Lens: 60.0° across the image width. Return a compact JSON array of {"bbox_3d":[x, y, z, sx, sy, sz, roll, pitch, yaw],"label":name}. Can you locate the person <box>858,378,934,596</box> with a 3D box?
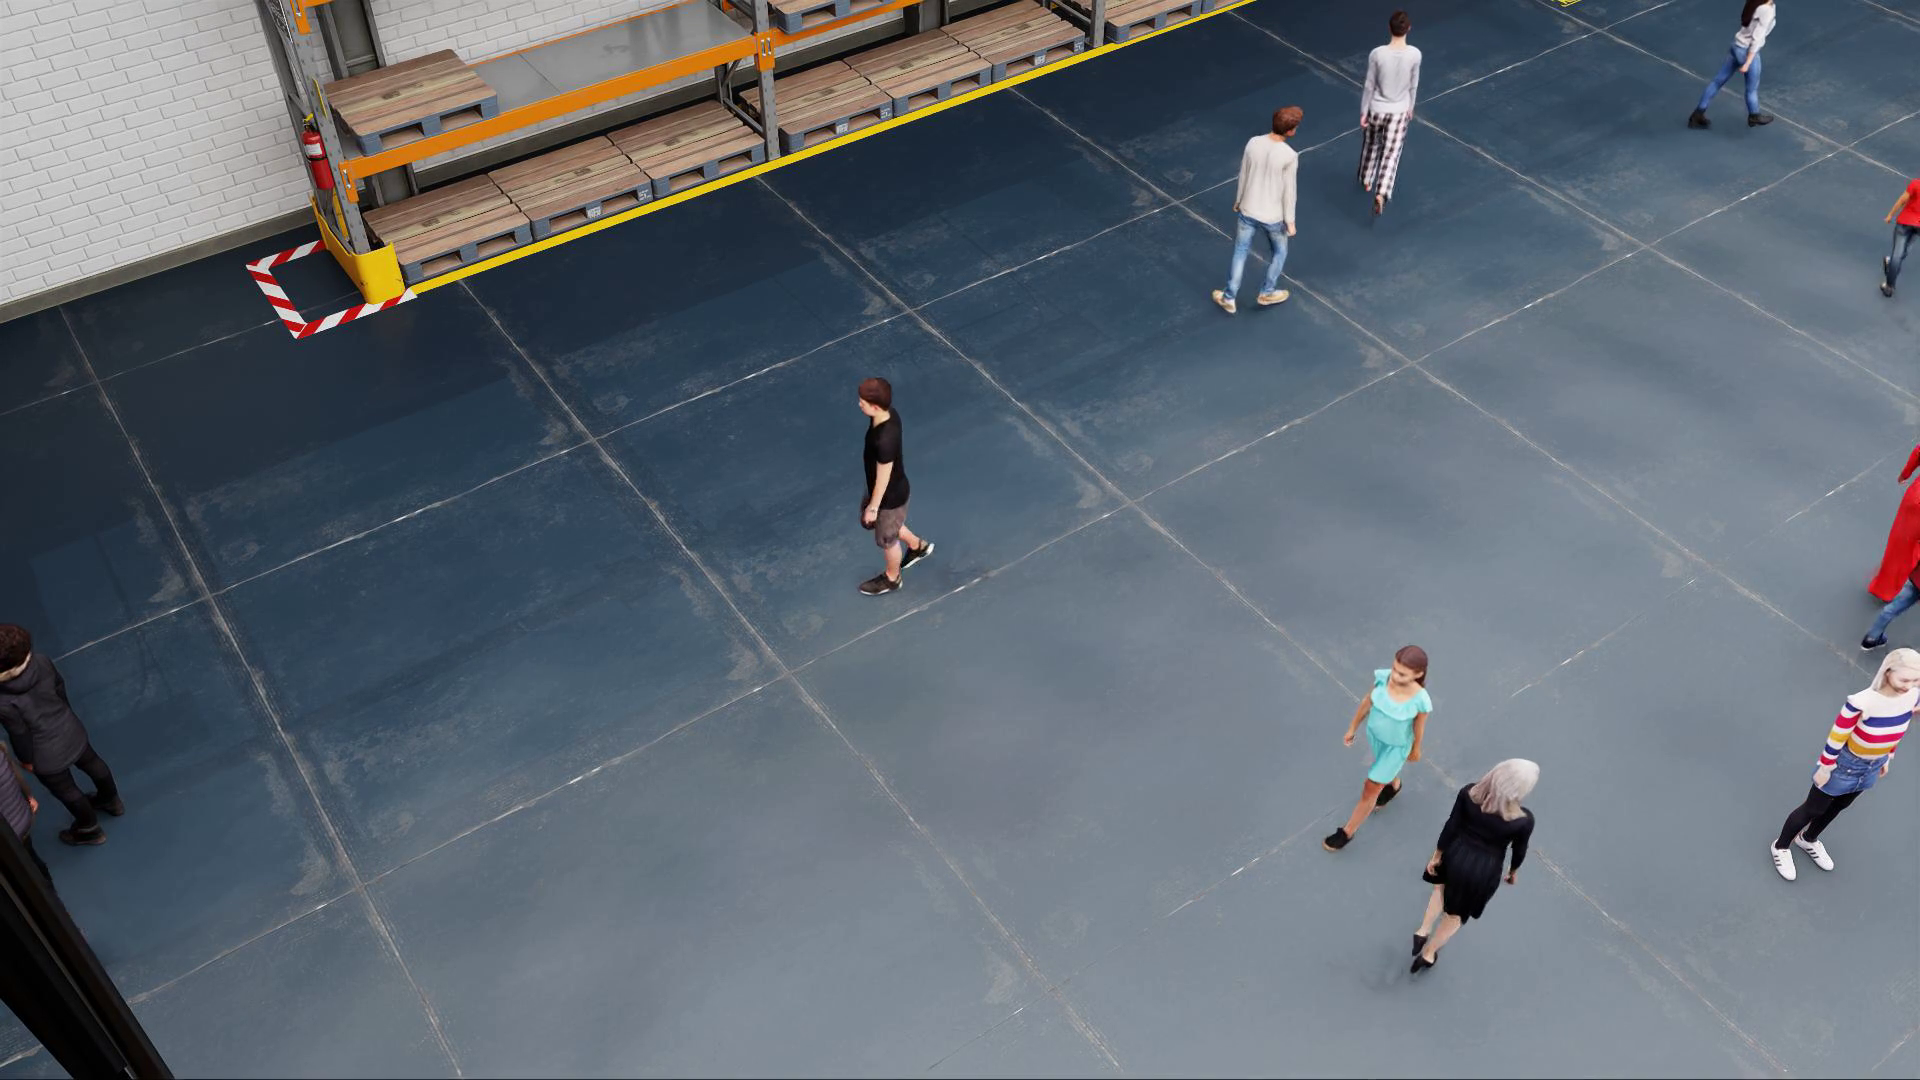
[{"bbox_3d":[-0.413,-0.348,11.268,0.916,1.847,0.819,-7,44,-7],"label":"person"}]

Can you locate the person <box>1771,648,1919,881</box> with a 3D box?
[{"bbox_3d":[5.138,1.277,9.590,0.597,1.809,0.778,-10,45,-10],"label":"person"}]

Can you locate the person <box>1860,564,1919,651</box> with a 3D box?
[{"bbox_3d":[6.362,0.318,11.024,0.931,1.219,0.678,-12,45,-13],"label":"person"}]

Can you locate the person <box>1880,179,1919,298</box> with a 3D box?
[{"bbox_3d":[8.080,-2.640,14.074,0.782,1.294,0.842,7,44,7],"label":"person"}]

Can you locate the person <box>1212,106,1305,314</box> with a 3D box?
[{"bbox_3d":[2.473,-2.664,13.686,0.919,1.865,0.899,19,47,19],"label":"person"}]

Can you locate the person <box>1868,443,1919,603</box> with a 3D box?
[{"bbox_3d":[6.540,-0.217,11.184,0.792,1.772,0.853,10,45,11],"label":"person"}]

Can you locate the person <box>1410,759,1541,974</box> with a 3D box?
[{"bbox_3d":[2.752,1.818,9.088,0.713,1.718,0.780,19,47,19],"label":"person"}]

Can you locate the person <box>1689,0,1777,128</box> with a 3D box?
[{"bbox_3d":[7.459,-4.675,15.998,1.112,1.587,0.957,-2,44,-2],"label":"person"}]

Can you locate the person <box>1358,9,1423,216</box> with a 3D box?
[{"bbox_3d":[3.842,-3.799,14.911,1.037,1.818,1.133,9,44,9],"label":"person"}]

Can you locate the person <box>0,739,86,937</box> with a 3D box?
[{"bbox_3d":[-5.303,1.628,9.205,0.987,1.832,0.932,13,45,14],"label":"person"}]

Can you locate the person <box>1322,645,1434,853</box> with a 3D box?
[{"bbox_3d":[2.608,1.153,9.932,1.010,1.517,0.575,-28,50,-26],"label":"person"}]

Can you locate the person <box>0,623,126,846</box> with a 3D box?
[{"bbox_3d":[-5.343,1.136,9.758,0.799,1.781,0.731,9,44,10],"label":"person"}]
